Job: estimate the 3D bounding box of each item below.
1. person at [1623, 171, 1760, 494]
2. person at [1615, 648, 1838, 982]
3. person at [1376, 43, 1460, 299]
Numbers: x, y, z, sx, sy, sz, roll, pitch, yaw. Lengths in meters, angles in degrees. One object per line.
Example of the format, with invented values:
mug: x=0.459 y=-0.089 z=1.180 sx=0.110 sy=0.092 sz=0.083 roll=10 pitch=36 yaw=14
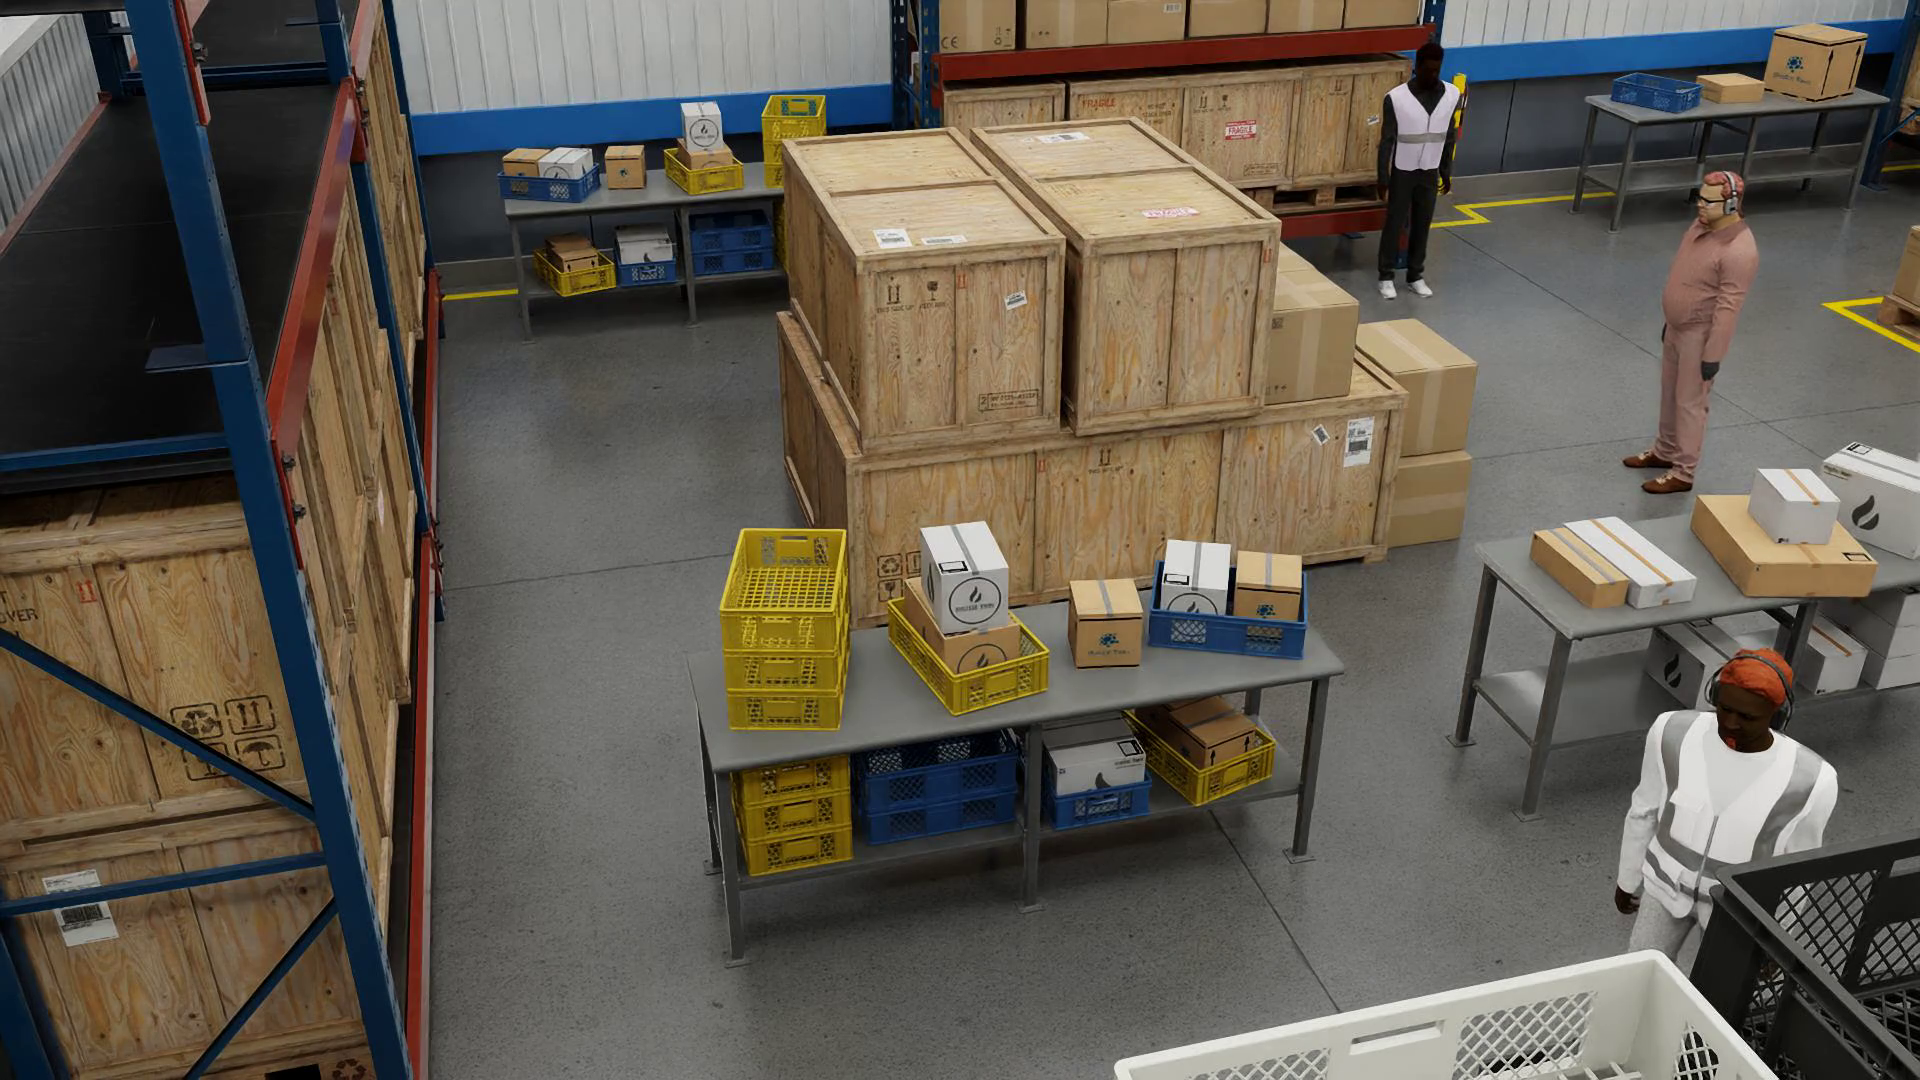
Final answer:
person: x=4.218 y=-1.190 z=9.577 sx=0.397 sy=1.899 sz=0.648 roll=0 pitch=29 yaw=0
person: x=2.380 y=1.158 z=5.340 sx=0.569 sy=1.877 sz=0.356 roll=22 pitch=36 yaw=35
person: x=3.375 y=-2.748 z=12.396 sx=0.604 sy=1.906 sz=0.405 roll=-7 pitch=30 yaw=-12
